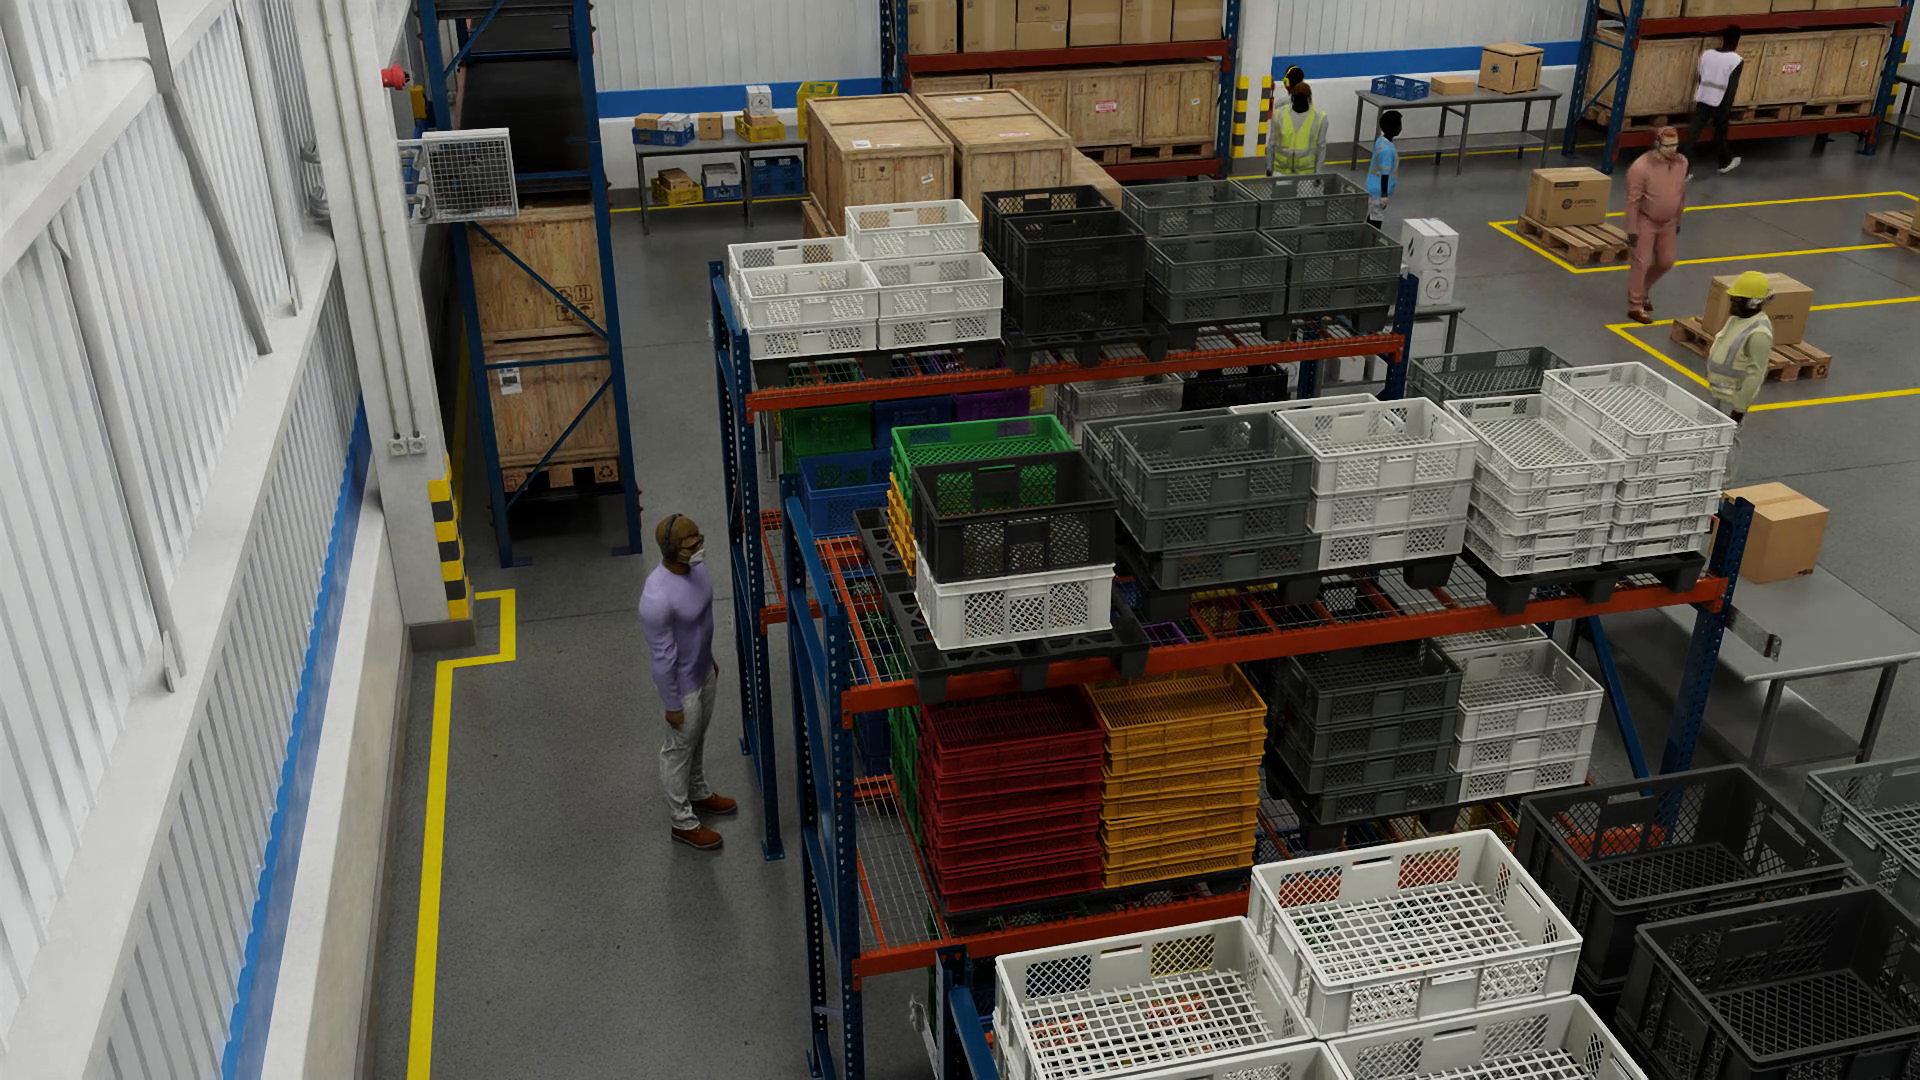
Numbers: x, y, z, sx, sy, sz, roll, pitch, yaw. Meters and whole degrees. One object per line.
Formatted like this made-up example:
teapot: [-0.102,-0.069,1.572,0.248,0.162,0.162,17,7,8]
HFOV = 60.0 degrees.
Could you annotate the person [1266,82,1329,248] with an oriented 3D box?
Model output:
person: [3.605,-4.010,17.954,0.631,1.840,0.429,8,29,15]

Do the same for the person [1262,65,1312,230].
person: [3.650,-4.330,18.531,0.531,1.869,0.310,-15,31,-26]

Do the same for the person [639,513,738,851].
person: [-1.447,0.732,8.854,0.373,1.940,0.629,5,28,9]

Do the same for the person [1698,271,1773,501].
person: [5.801,-1.136,12.527,0.404,1.825,0.604,4,28,7]

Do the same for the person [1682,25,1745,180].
person: [9.392,-5.425,20.612,1.026,1.856,0.600,-18,33,-30]

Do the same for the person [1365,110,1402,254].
person: [4.406,-3.653,17.426,0.322,1.696,0.536,3,28,5]

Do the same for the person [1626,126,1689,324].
person: [6.720,-3.050,16.076,0.667,1.890,0.492,-6,28,-12]
